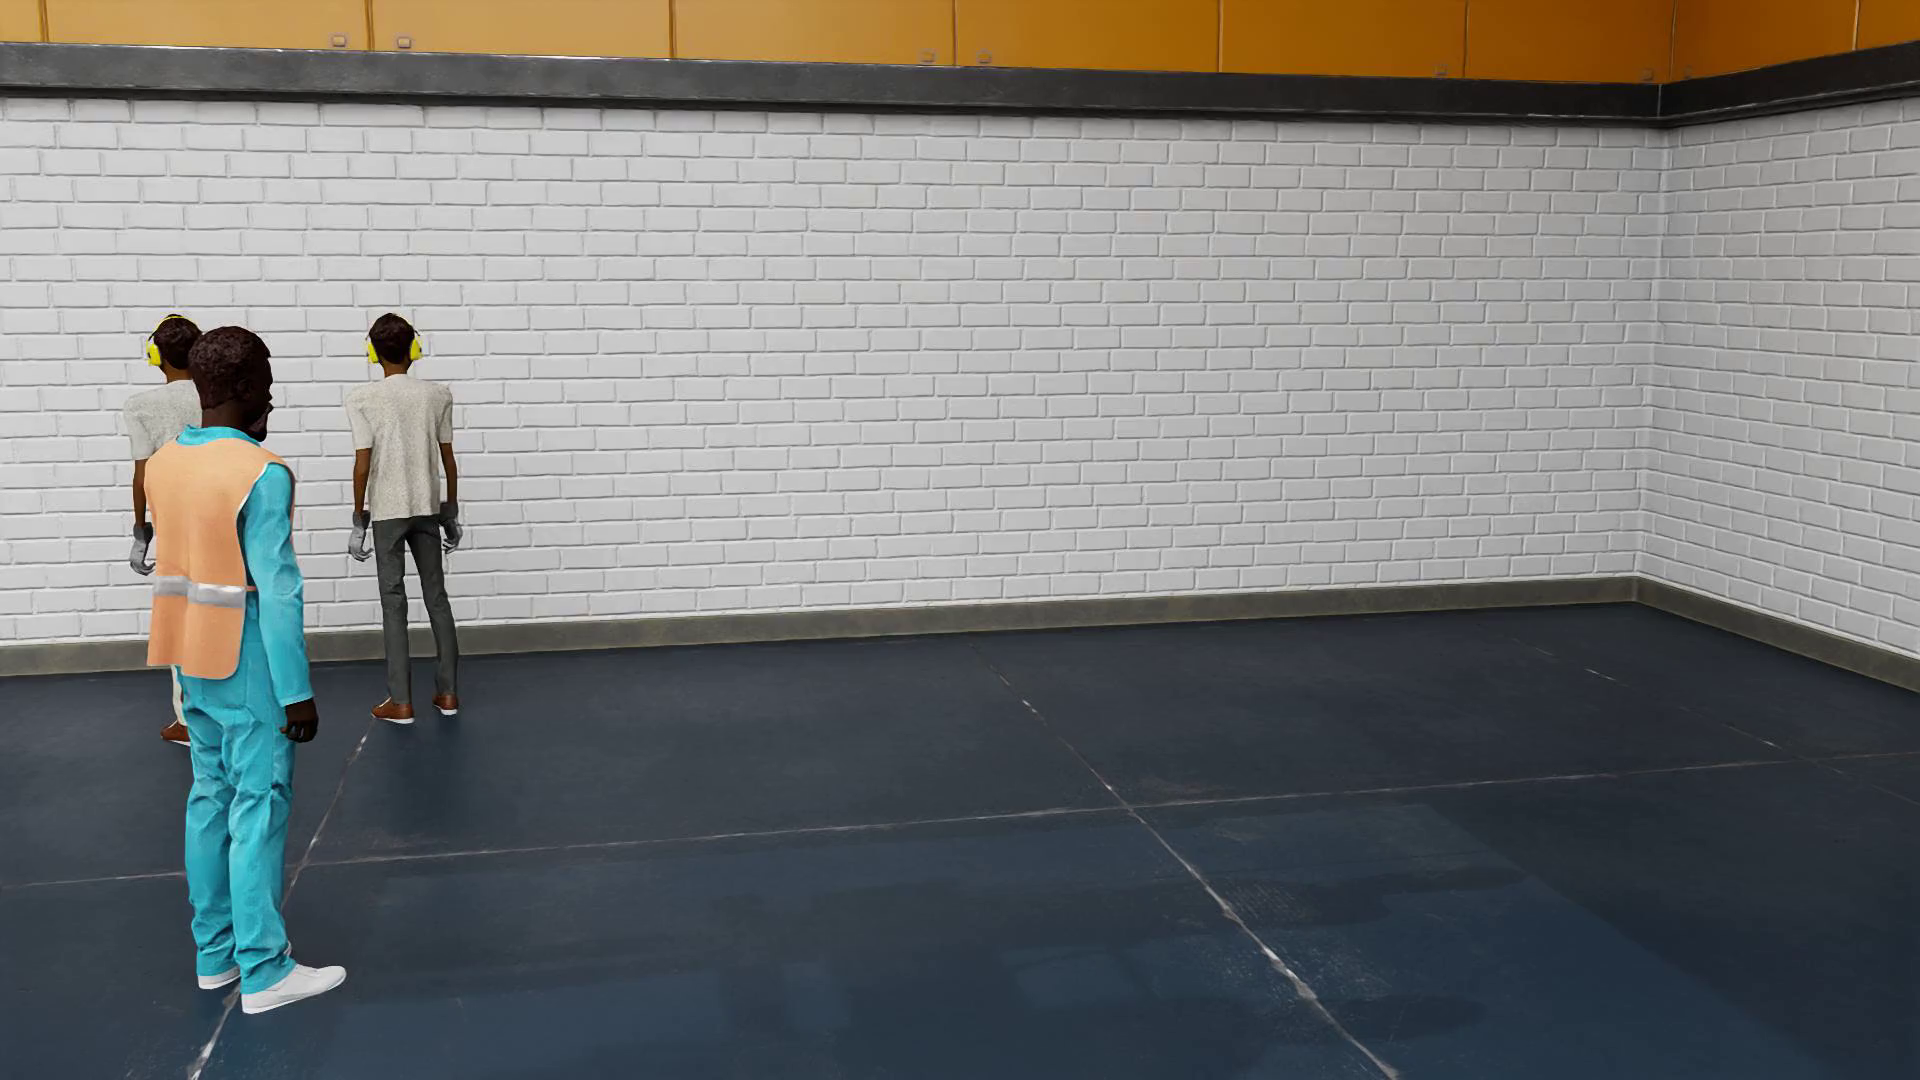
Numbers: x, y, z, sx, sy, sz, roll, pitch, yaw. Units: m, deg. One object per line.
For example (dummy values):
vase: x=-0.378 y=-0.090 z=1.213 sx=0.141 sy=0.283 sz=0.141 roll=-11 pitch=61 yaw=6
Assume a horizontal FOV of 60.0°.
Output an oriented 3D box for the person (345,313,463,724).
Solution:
person: x=-2.538 y=-0.096 z=7.601 sx=0.532 sy=1.864 sz=0.310 roll=-8 pitch=12 yaw=-41

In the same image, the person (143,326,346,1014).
person: x=-2.033 y=0.365 z=4.660 sx=0.587 sy=1.911 sz=0.397 roll=7 pitch=11 yaw=35
